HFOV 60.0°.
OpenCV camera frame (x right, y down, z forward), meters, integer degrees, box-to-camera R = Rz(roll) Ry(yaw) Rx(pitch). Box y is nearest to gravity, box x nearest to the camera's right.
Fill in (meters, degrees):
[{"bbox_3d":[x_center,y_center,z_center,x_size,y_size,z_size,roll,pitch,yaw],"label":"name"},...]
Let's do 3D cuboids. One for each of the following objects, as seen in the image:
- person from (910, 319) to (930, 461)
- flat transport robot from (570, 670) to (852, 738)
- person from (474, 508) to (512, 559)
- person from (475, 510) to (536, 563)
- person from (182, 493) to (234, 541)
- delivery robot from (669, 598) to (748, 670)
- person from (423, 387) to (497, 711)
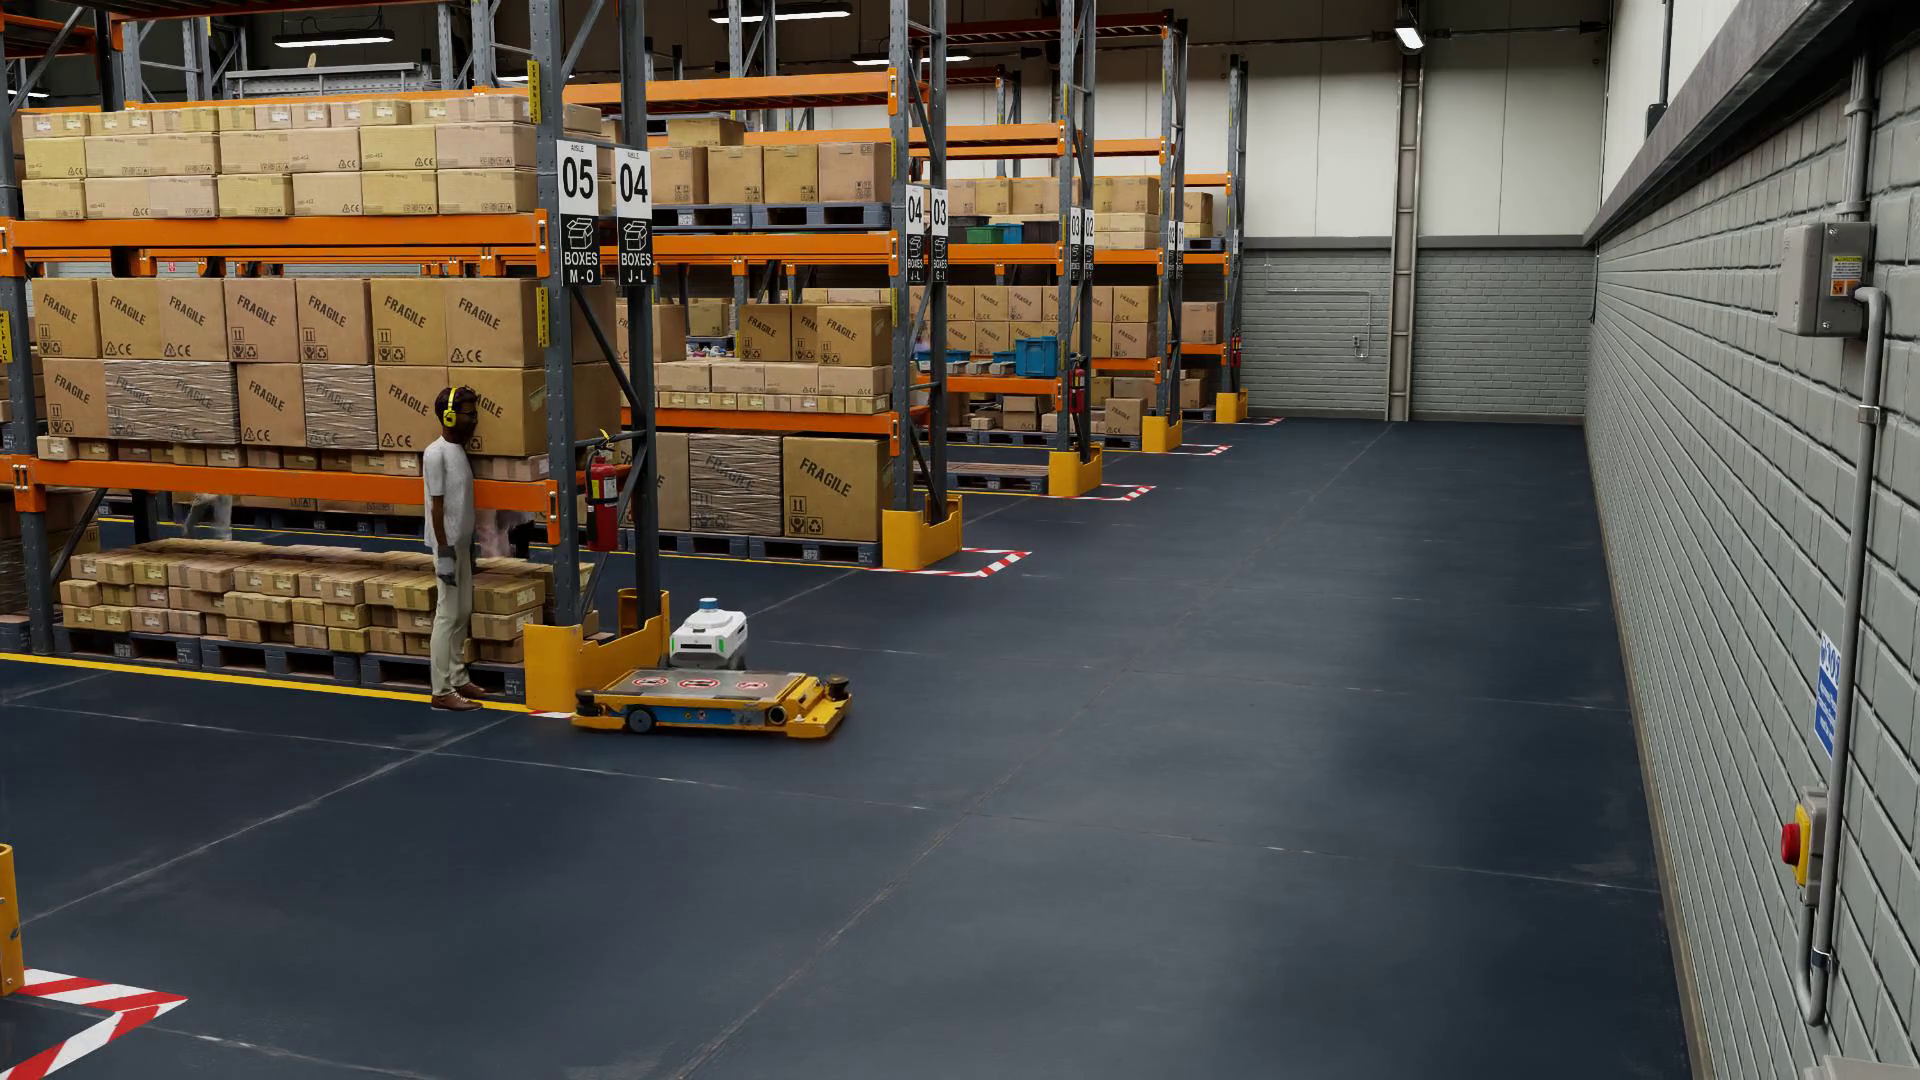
[{"bbox_3d":[-0.509,-1.934,21.740,0.515,1.926,0.654,6,11,32],"label":"person"},{"bbox_3d":[-1.368,0.892,9.259,1.431,0.197,0.652,1,9,9],"label":"flat transport robot"},{"bbox_3d":[-3.489,-0.426,12.265,0.717,1.940,0.846,-8,12,-40],"label":"person"},{"bbox_3d":[-3.545,-0.399,13.013,0.598,1.666,0.539,2,9,10],"label":"person"},{"bbox_3d":[-6.594,-0.745,14.649,0.463,1.831,0.641,5,10,29],"label":"person"},{"bbox_3d":[-1.501,0.590,9.968,0.477,0.478,0.707,1,9,4],"label":"delivery robot"},{"bbox_3d":[-2.902,0.051,9.575,0.326,1.860,0.515,0,9,3],"label":"person"}]
